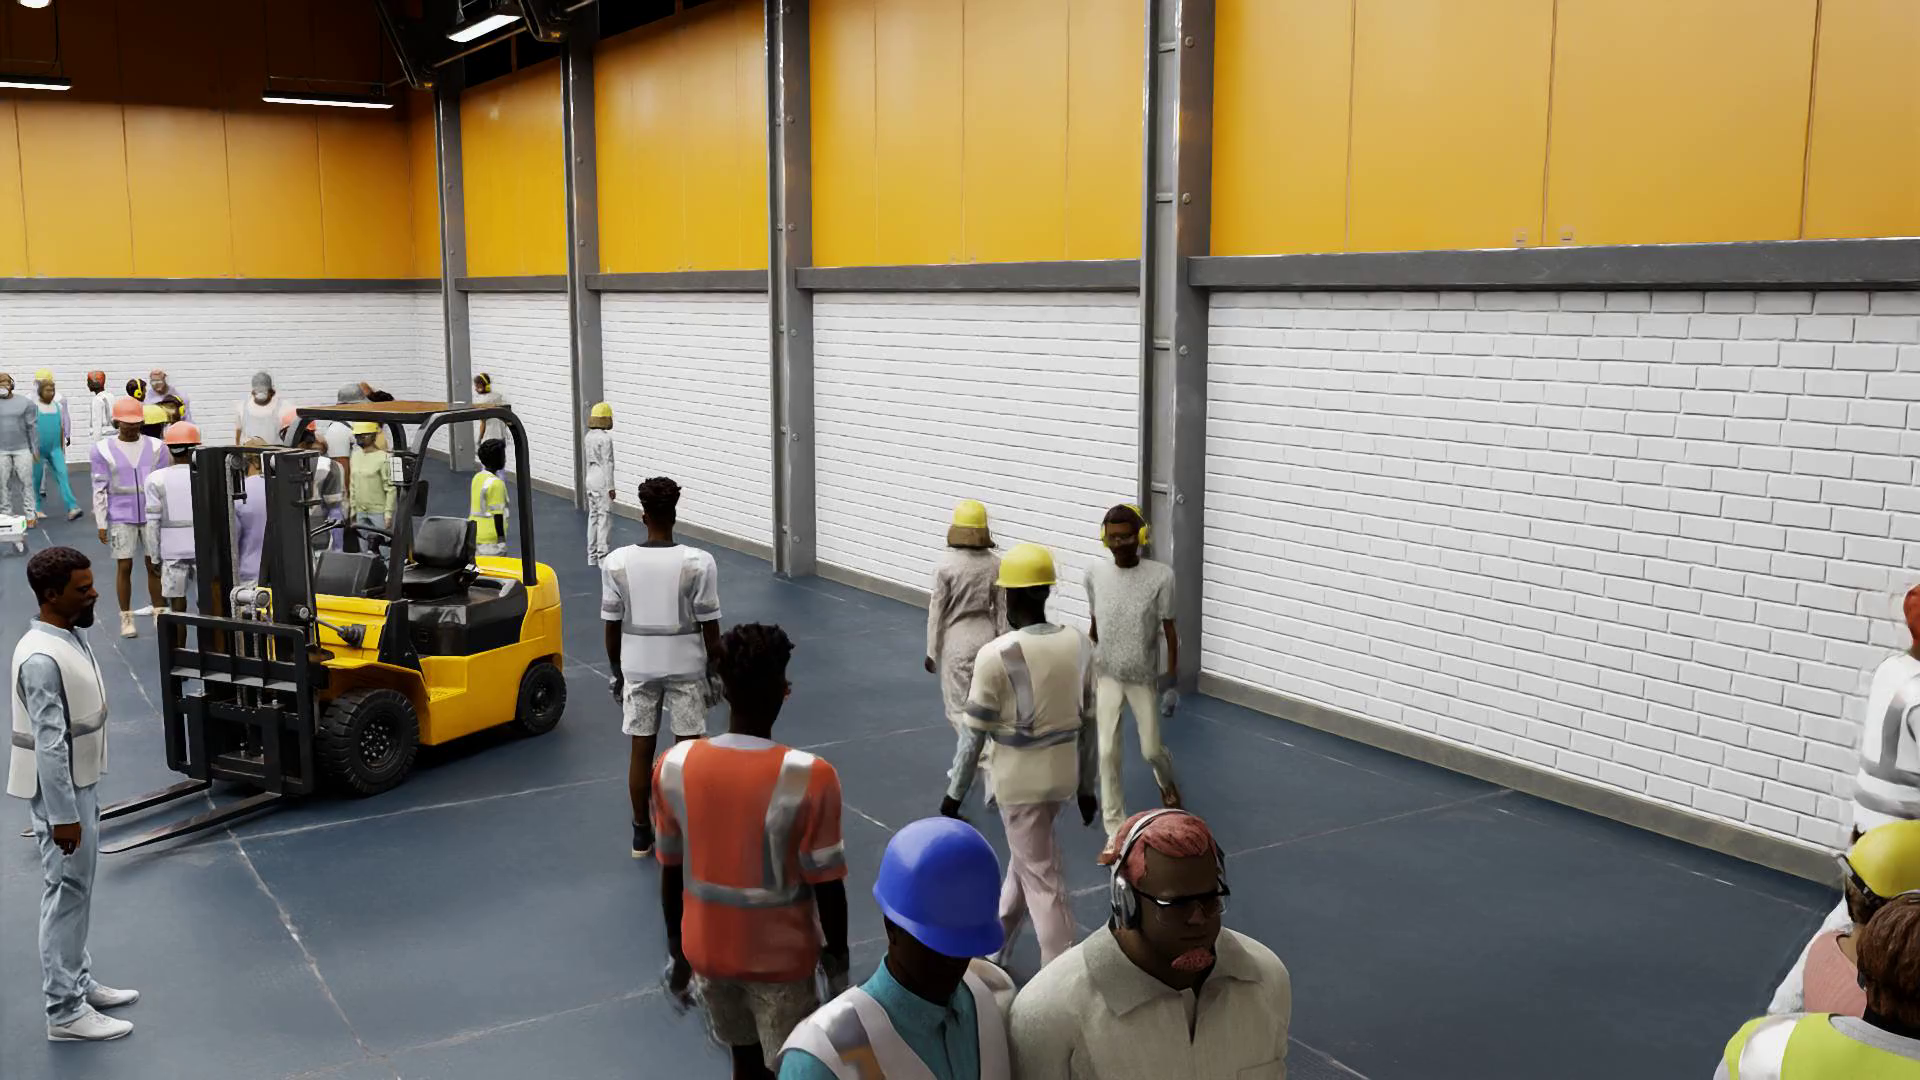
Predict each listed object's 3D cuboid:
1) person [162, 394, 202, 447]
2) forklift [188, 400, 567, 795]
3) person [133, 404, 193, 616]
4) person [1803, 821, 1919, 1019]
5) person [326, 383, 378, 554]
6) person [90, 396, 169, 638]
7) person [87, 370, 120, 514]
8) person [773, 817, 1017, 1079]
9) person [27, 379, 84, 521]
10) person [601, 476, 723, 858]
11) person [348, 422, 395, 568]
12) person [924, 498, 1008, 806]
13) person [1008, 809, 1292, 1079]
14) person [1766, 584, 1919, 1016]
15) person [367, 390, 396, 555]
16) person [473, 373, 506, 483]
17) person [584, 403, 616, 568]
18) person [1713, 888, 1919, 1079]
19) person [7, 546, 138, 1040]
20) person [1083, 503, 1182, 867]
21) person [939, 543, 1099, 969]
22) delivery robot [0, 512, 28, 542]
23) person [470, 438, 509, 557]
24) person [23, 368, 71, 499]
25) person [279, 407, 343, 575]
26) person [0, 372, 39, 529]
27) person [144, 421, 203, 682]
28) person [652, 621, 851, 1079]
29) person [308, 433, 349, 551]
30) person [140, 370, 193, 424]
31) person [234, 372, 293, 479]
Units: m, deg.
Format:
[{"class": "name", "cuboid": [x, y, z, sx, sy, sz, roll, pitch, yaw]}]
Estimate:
[{"class": "person", "cuboid": [-7.954, -0.559, 16.984, 0.511, 1.862, 0.325, 1, 8, 5]}, {"class": "forklift", "cuboid": [-3.529, 0.258, 10.348, 1.214, 2.155, 2.313, 4, 9, 25]}, {"class": "person", "cuboid": [-7.026, -0.259, 14.798, 0.679, 1.905, 0.598, -3, 9, -18]}, {"class": "person", "cuboid": [1.999, 1.467, 3.684, 0.343, 1.755, 0.531, 2, 9, 12]}, {"class": "person", "cuboid": [-5.704, -0.479, 15.832, 0.538, 2.000, 0.684, -1, 8, -5]}, {"class": "person", "cuboid": [-6.905, -0.190, 13.932, 0.611, 2.032, 0.411, -7, 11, -39]}, {"class": "person", "cuboid": [-11.199, -1.280, 21.772, 0.356, 1.879, 0.574, -1, 9, -7]}, {"class": "person", "cuboid": [-0.079, 1.455, 3.134, 0.402, 1.940, 0.602, 7, 11, 40]}, {"class": "person", "cuboid": [-11.507, -1.122, 20.992, 0.973, 1.789, 0.540, 6, 10, 35]}, {"class": "person", "cuboid": [-1.502, 0.650, 8.467, 0.610, 1.966, 0.363, 0, 8, 3]}, {"class": "person", "cuboid": [-5.396, -0.250, 15.245, 0.548, 1.760, 0.331, 5, 10, 29]}, {"class": "person", "cuboid": [0.091, 0.626, 9.460, 0.487, 1.719, 0.756, -5, 10, -31]}, {"class": "person", "cuboid": [0.400, 1.453, 3.264, 0.641, 1.908, 0.407, -4, 9, -26]}, {"class": "person", "cuboid": [3.523, 1.067, 6.148, 1.011, 1.831, 0.589, 3, 9, 18]}, {"class": "person", "cuboid": [-5.624, -0.474, 16.116, 0.384, 1.952, 0.610, -5, 10, -29]}, {"class": "person", "cuboid": [-6.248, -1.317, 22.226, 0.342, 1.830, 0.649, 2, 9, 13]}, {"class": "person", "cuboid": [-3.766, -0.576, 17.523, 0.325, 1.737, 0.488, -7, 11, -38]}, {"class": "person", "cuboid": [1.687, 1.521, 3.022, 0.429, 1.842, 0.636, -7, 11, -40]}, {"class": "person", "cuboid": [-3.468, 0.973, 6.455, 0.374, 1.917, 0.599, -3, 9, -21]}, {"class": "person", "cuboid": [0.899, 0.696, 8.609, 0.514, 1.839, 0.793, 3, 9, 18]}, {"class": "person", "cuboid": [0.207, 0.950, 6.734, 0.591, 1.886, 0.945, -8, 12, -43]}, {"class": "delivery robot", "cuboid": [-10.579, -0.127, 18.131, 0.707, 0.478, 0.477, -5, 10, -29]}, {"class": "person", "cuboid": [-3.911, -0.003, 13.837, 0.323, 1.685, 0.547, -6, 10, -34]}, {"class": "person", "cuboid": [-12.780, -1.484, 23.301, 0.591, 1.833, 0.403, -3, 9, -22]}, {"class": "person", "cuboid": [-4.949, 0.018, 12.532, 0.600, 2.035, 0.402, -2, 9, -11]}, {"class": "person", "cuboid": [-11.565, -1.075, 20.250, 0.635, 1.928, 0.383, -4, 9, -26]}, {"class": "person", "cuboid": [-5.745, 0.084, 12.393, 0.551, 1.933, 0.369, -4, 9, -24]}, {"class": "person", "cuboid": [-0.626, 1.200, 4.853, 0.613, 1.942, 0.820, 4, 9, 23]}, {"class": "person", "cuboid": [-5.944, -0.200, 15.431, 0.519, 1.599, 0.841, -2, 9, -12]}, {"class": "person", "cuboid": [-10.753, -1.381, 22.542, 0.664, 1.870, 0.705, -4, 9, -24]}, {"class": "person", "cuboid": [-8.059, -0.995, 19.313, 0.693, 2.000, 1.013, -2, 9, -11]}]
